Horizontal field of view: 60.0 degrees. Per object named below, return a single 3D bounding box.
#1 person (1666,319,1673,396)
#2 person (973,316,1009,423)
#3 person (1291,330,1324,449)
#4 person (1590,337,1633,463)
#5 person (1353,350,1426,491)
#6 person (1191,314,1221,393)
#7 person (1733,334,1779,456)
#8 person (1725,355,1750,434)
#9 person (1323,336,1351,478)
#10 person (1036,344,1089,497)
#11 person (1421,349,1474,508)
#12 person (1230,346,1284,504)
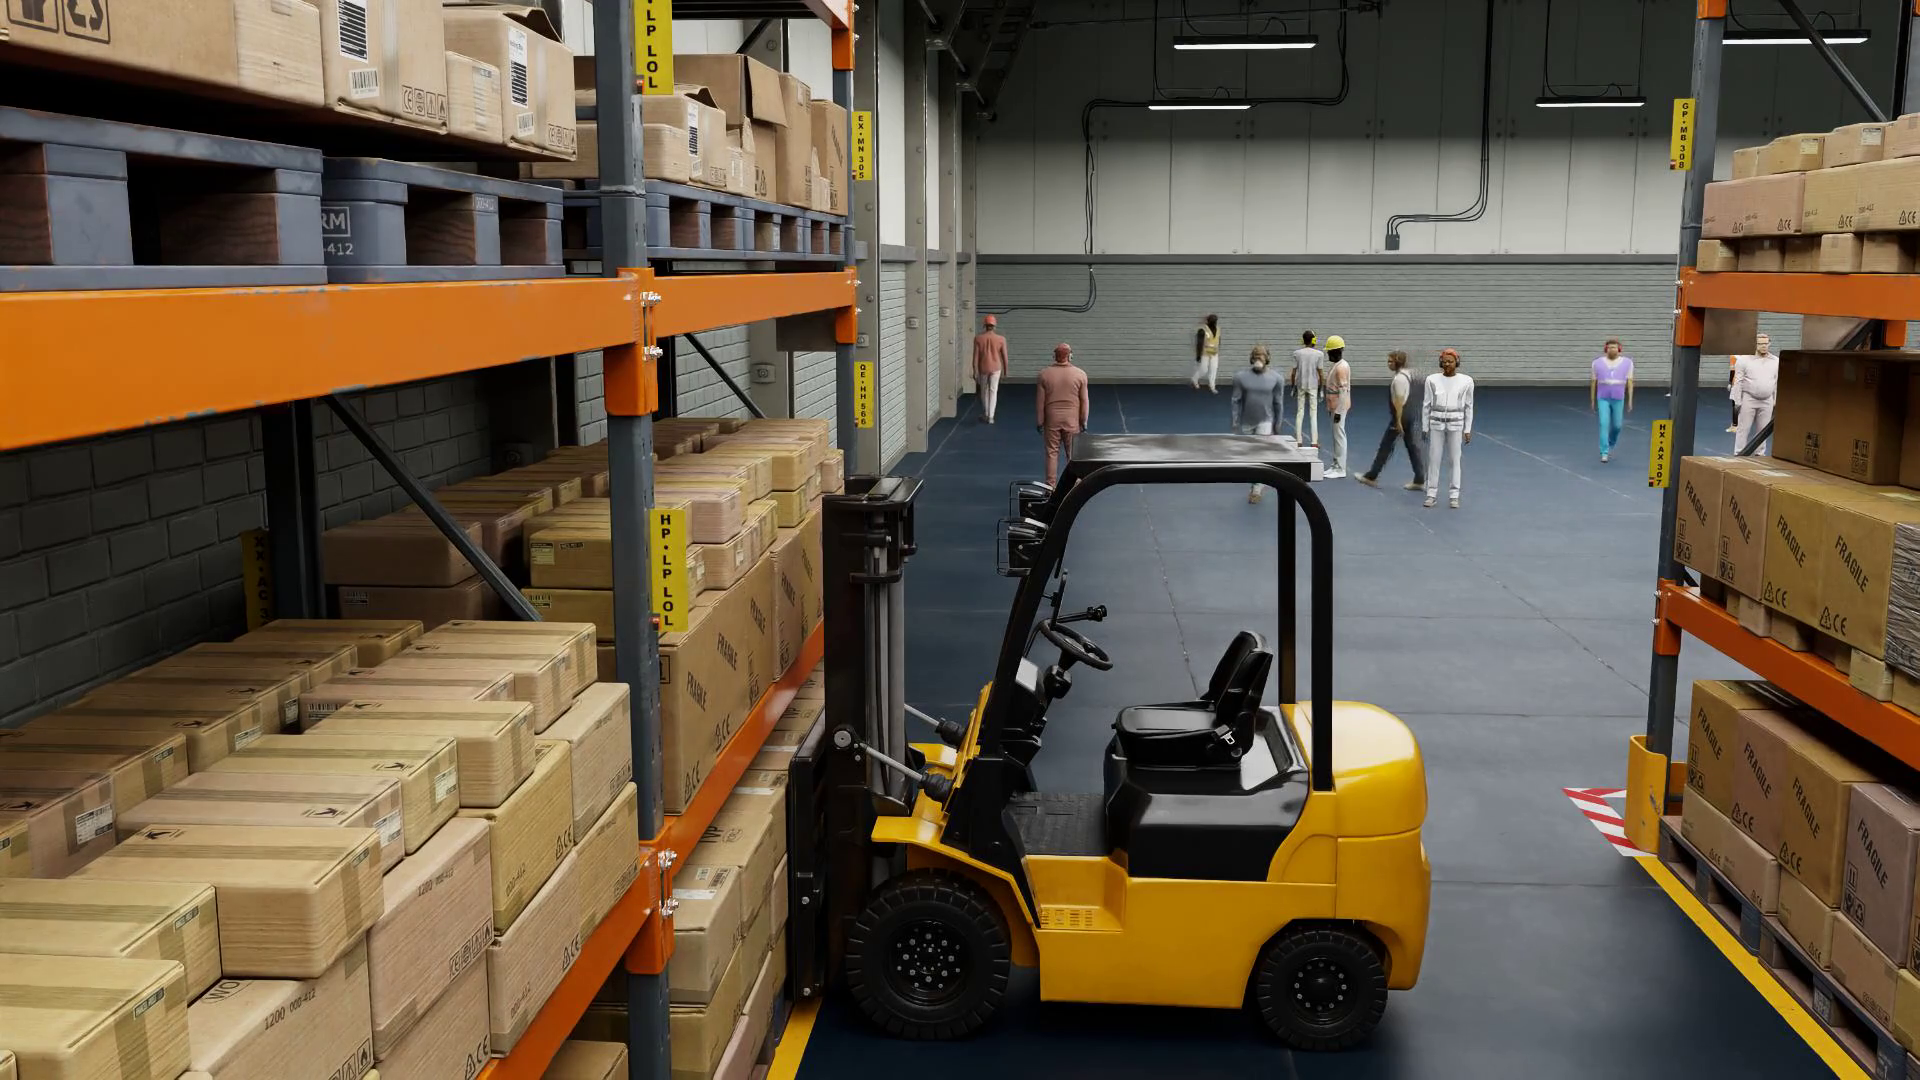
[{"bbox_3d":[15.725,-4.029,36.556,0.322,1.742,0.493,6,11,32],"label":"person"},{"bbox_3d":[0.567,-3.125,30.494,0.648,1.937,1.047,1,9,4],"label":"person"},{"bbox_3d":[5.421,-2.341,25.962,0.514,1.865,0.327,4,10,25],"label":"person"},{"bbox_3d":[9.532,-2.058,24.366,0.583,1.824,0.632,3,10,17],"label":"person"},{"bbox_3d":[5.559,-1.533,21.270,0.980,1.785,0.529,7,12,38],"label":"person"},{"bbox_3d":[5.546,-4.211,37.518,0.637,1.807,0.697,-5,11,-29],"label":"person"},{"bbox_3d":[11.242,-1.948,23.455,0.642,1.909,0.410,0,9,1],"label":"person"},{"bbox_3d":[13.361,-2.661,28.406,0.535,1.697,0.318,-2,10,-10],"label":"person"},{"bbox_3d":[5.075,-1.790,22.454,0.382,1.920,0.585,1,9,6],"label":"person"},{"bbox_3d":[1.266,-1.471,20.565,0.655,1.905,0.407,1,9,6],"label":"person"},{"bbox_3d":[5.766,-1.320,19.718,0.583,1.882,0.350,4,10,22],"label":"person"},{"bbox_3d":[3.637,-1.429,20.332,0.632,1.909,0.908,3,10,19],"label":"person"}]
